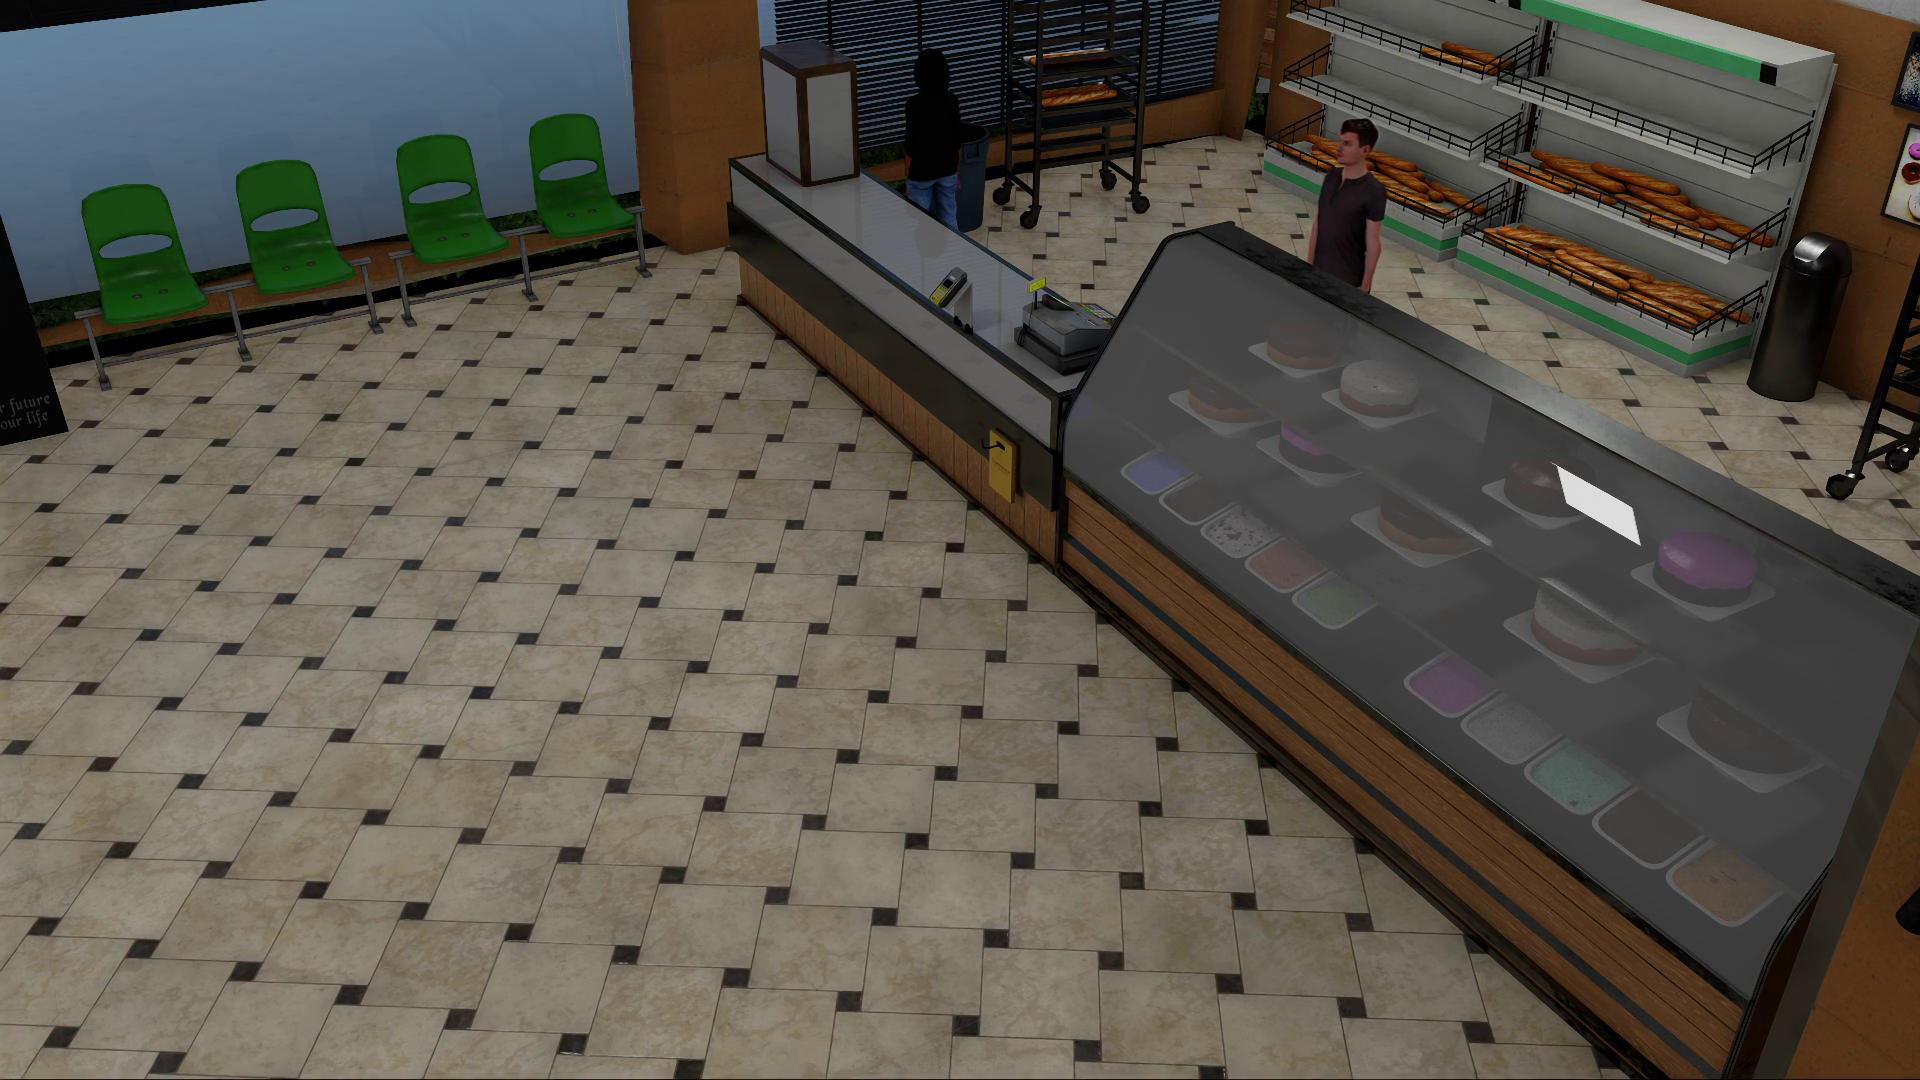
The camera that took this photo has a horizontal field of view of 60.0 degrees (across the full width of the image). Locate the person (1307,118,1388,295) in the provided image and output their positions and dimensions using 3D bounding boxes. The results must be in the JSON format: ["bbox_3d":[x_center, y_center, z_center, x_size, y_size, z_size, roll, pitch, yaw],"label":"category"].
[{"bbox_3d":[2.136,-1.454,9.330,0.516,1.852,0.648,-17,36,-26],"label":"person"}]

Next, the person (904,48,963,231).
[{"bbox_3d":[-0.182,-2.395,10.983,0.510,1.702,0.648,-12,34,-19],"label":"person"}]
